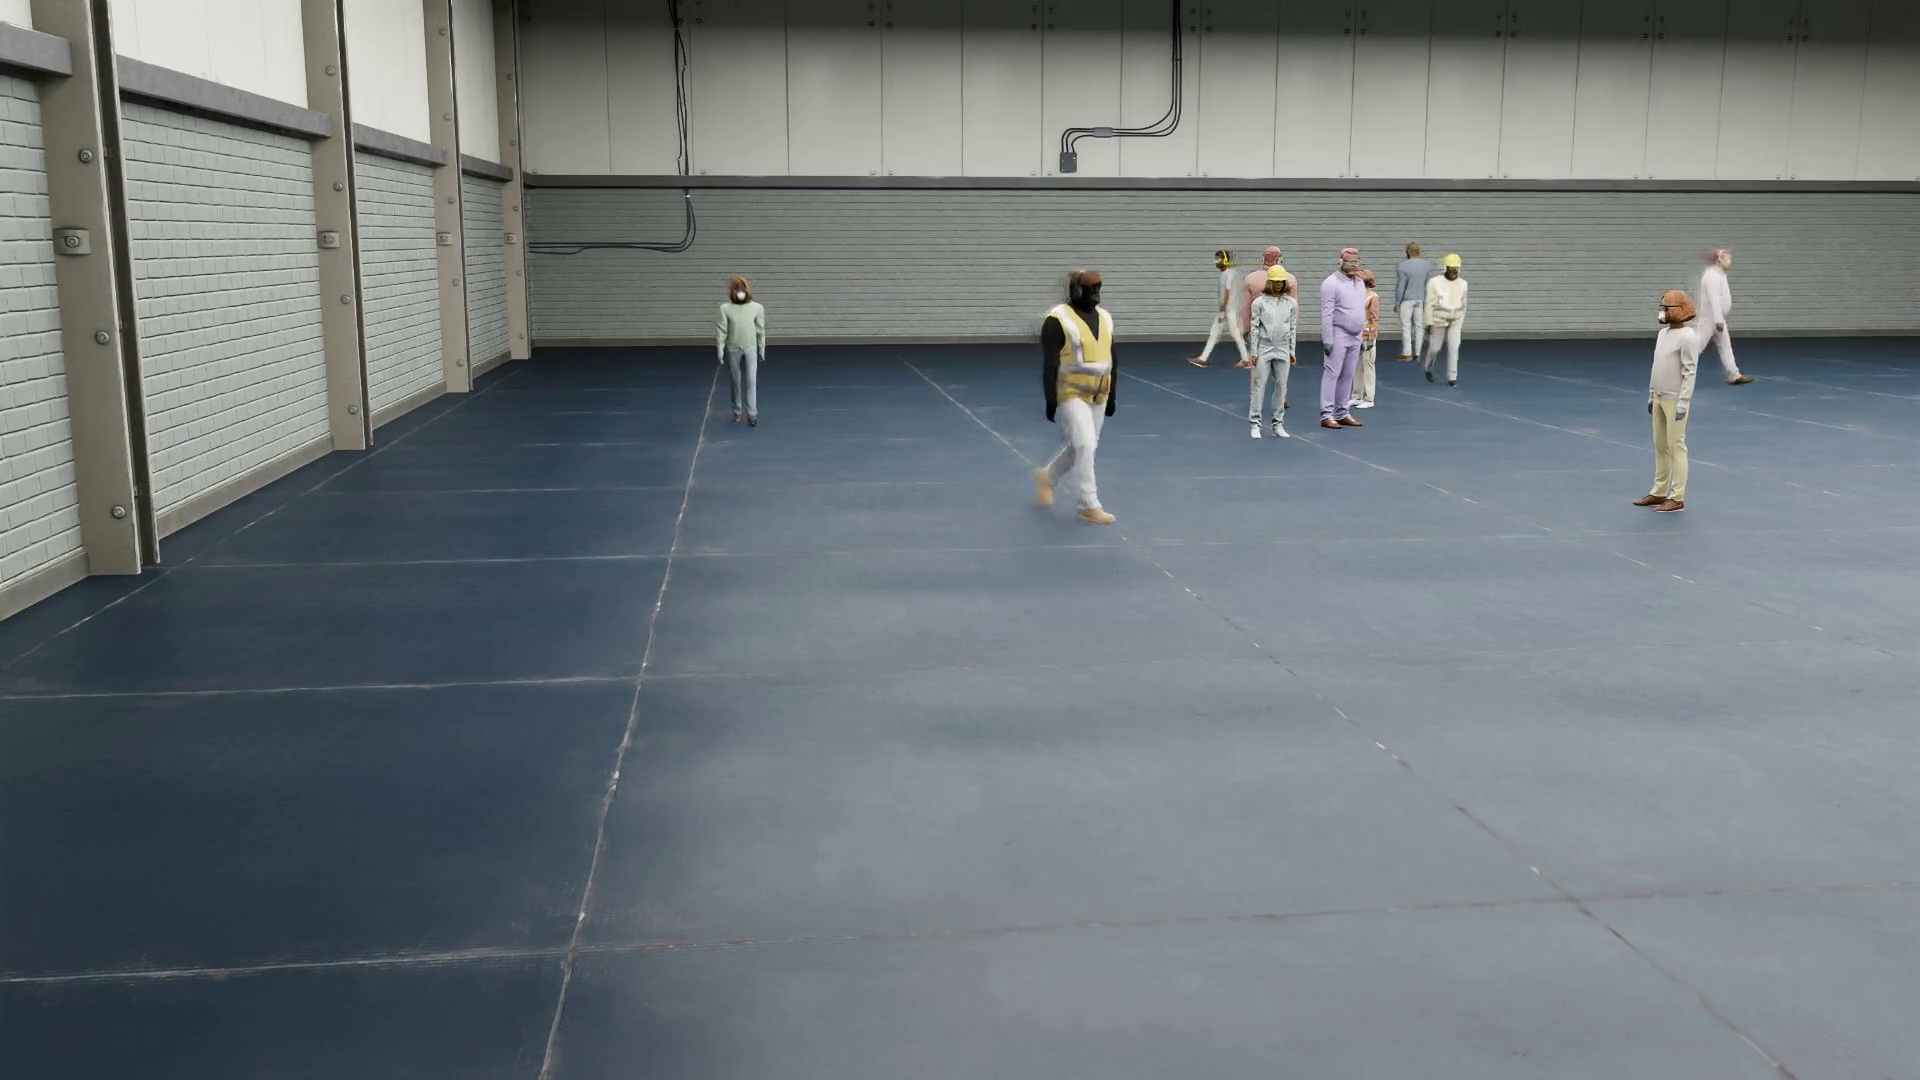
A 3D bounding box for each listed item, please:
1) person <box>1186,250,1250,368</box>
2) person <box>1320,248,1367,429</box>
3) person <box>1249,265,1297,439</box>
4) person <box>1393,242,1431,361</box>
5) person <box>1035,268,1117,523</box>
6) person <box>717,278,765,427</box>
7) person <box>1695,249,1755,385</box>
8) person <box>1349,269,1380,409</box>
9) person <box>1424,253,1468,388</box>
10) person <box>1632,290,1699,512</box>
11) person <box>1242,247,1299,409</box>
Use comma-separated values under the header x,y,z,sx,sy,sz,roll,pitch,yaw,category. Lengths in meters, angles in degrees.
x,y,z,sx,sy,sz,roll,pitch,yaw,category
4.037,-3.534,25.587,1.005,1.807,0.521,-1,10,-8,person
4.099,-2.139,17.676,0.643,1.905,0.399,-8,13,-39,person
3.160,-1.888,16.738,0.489,1.743,0.323,-2,11,-11,person
7.383,-3.878,27.143,0.654,1.934,0.461,-4,11,-22,person
0.831,-1.056,12.018,0.624,1.814,0.840,-9,13,-40,person
-2.356,-2.023,17.914,0.513,1.586,0.837,-1,10,-6,person
10.318,-3.032,22.722,1.017,1.852,0.670,6,12,31,person
4.778,-2.377,19.703,0.310,1.640,0.514,-3,11,-15,person
6.574,-2.982,22.569,0.593,1.807,0.757,-1,10,-4,person
5.247,-1.026,12.312,0.279,1.633,0.506,-1,10,-5,person
3.658,-2.492,19.608,0.652,1.904,0.404,3,11,18,person
